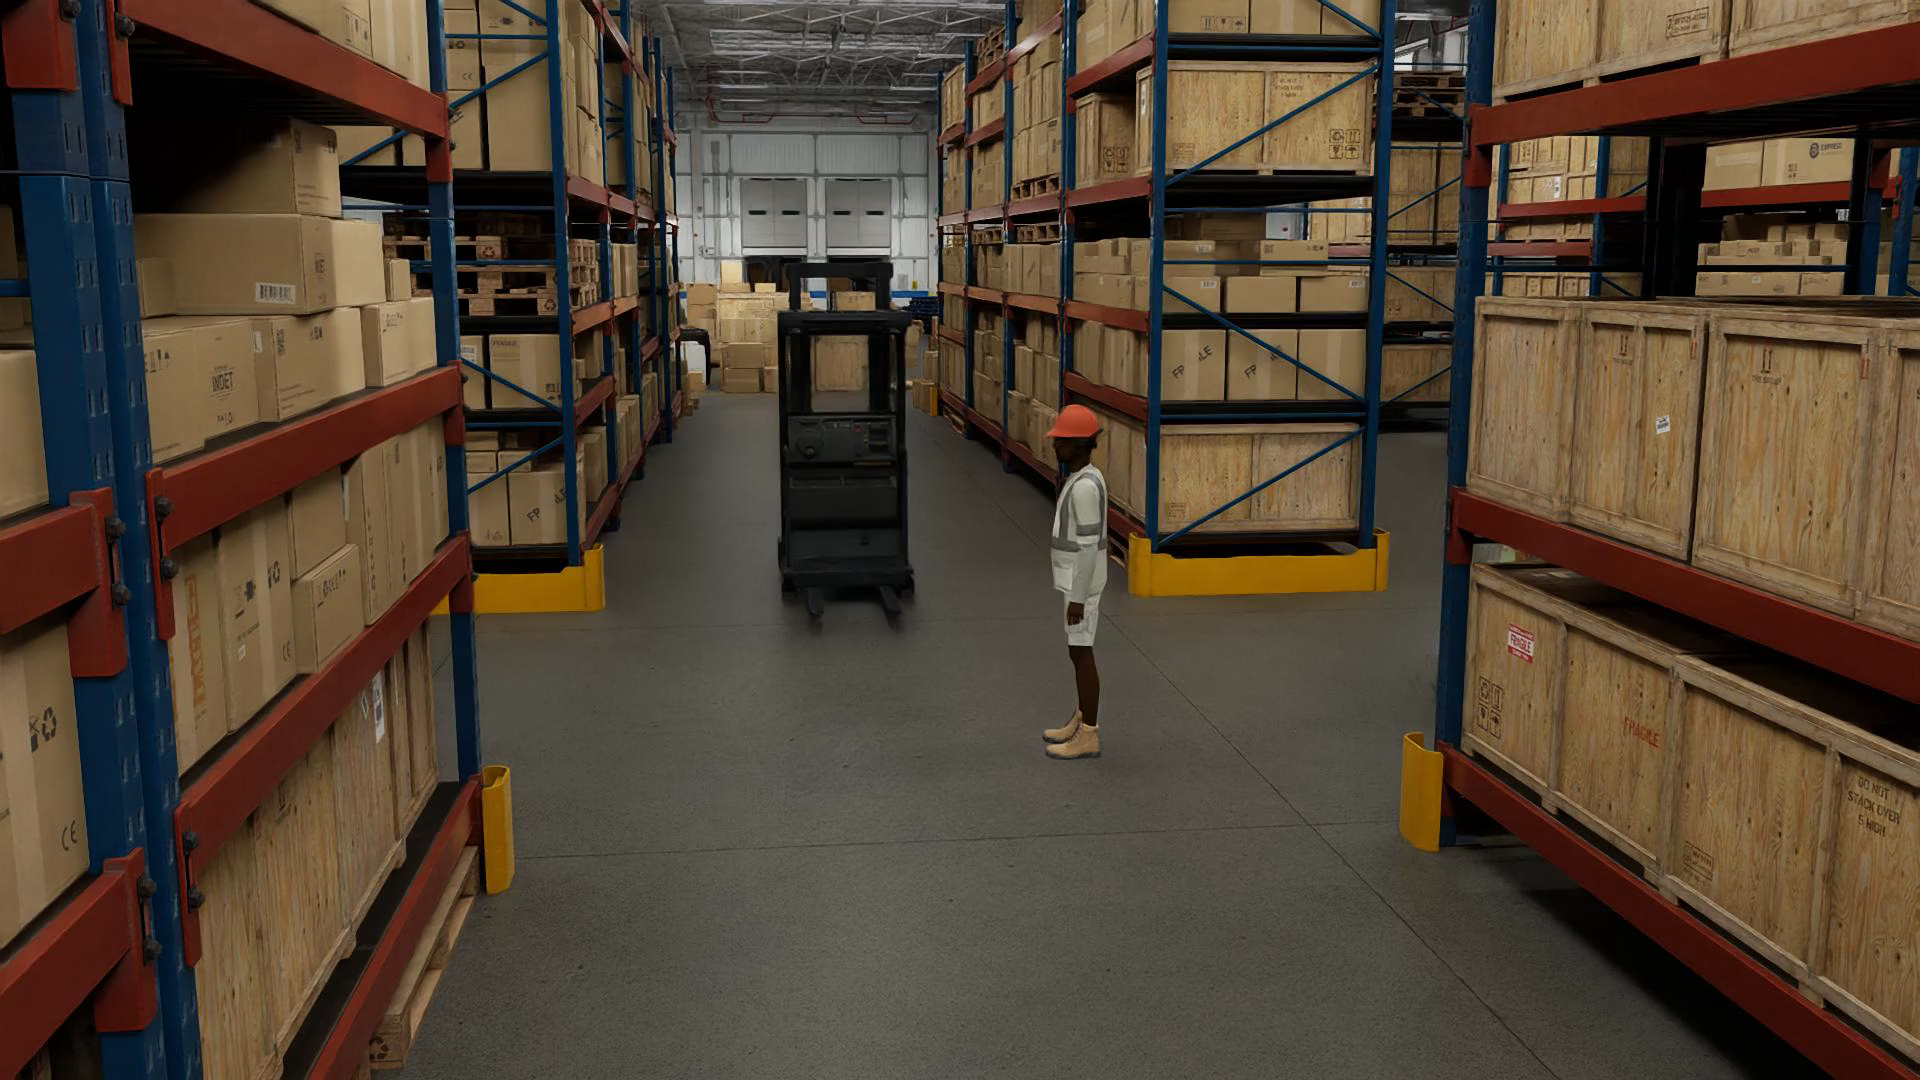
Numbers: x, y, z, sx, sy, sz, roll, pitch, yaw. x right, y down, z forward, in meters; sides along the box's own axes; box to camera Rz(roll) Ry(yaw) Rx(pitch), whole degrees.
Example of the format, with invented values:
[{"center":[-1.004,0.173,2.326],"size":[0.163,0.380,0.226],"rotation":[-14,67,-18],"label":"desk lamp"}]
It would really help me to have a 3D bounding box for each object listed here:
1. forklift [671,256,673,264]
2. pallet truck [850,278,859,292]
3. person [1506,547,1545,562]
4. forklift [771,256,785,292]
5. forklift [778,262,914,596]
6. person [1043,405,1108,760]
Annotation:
[{"center":[-11.202,-9.362,63.071],"size":[1.129,2.768,1.873],"rotation":[-1,10,-7],"label":"forklift"},{"center":[-3.782,-9.391,65.808],"size":[1.885,1.965,0.823],"rotation":[2,10,10],"label":"pallet truck"},{"center":[3.653,0.224,10.311],"size":[0.505,1.826,0.589],"rotation":[8,13,40],"label":"person"},{"center":[-6.462,-8.662,58.992],"size":[1.873,2.768,1.129],"rotation":[0,10,0],"label":"forklift"},{"center":[-1.058,-1.054,14.701],"size":[1.129,2.768,1.873],"rotation":[-1,10,-7],"label":"forklift"},{"center":[0.659,0.243,9.586],"size":[0.373,2.043,0.615],"rotation":[0,10,2],"label":"person"}]
